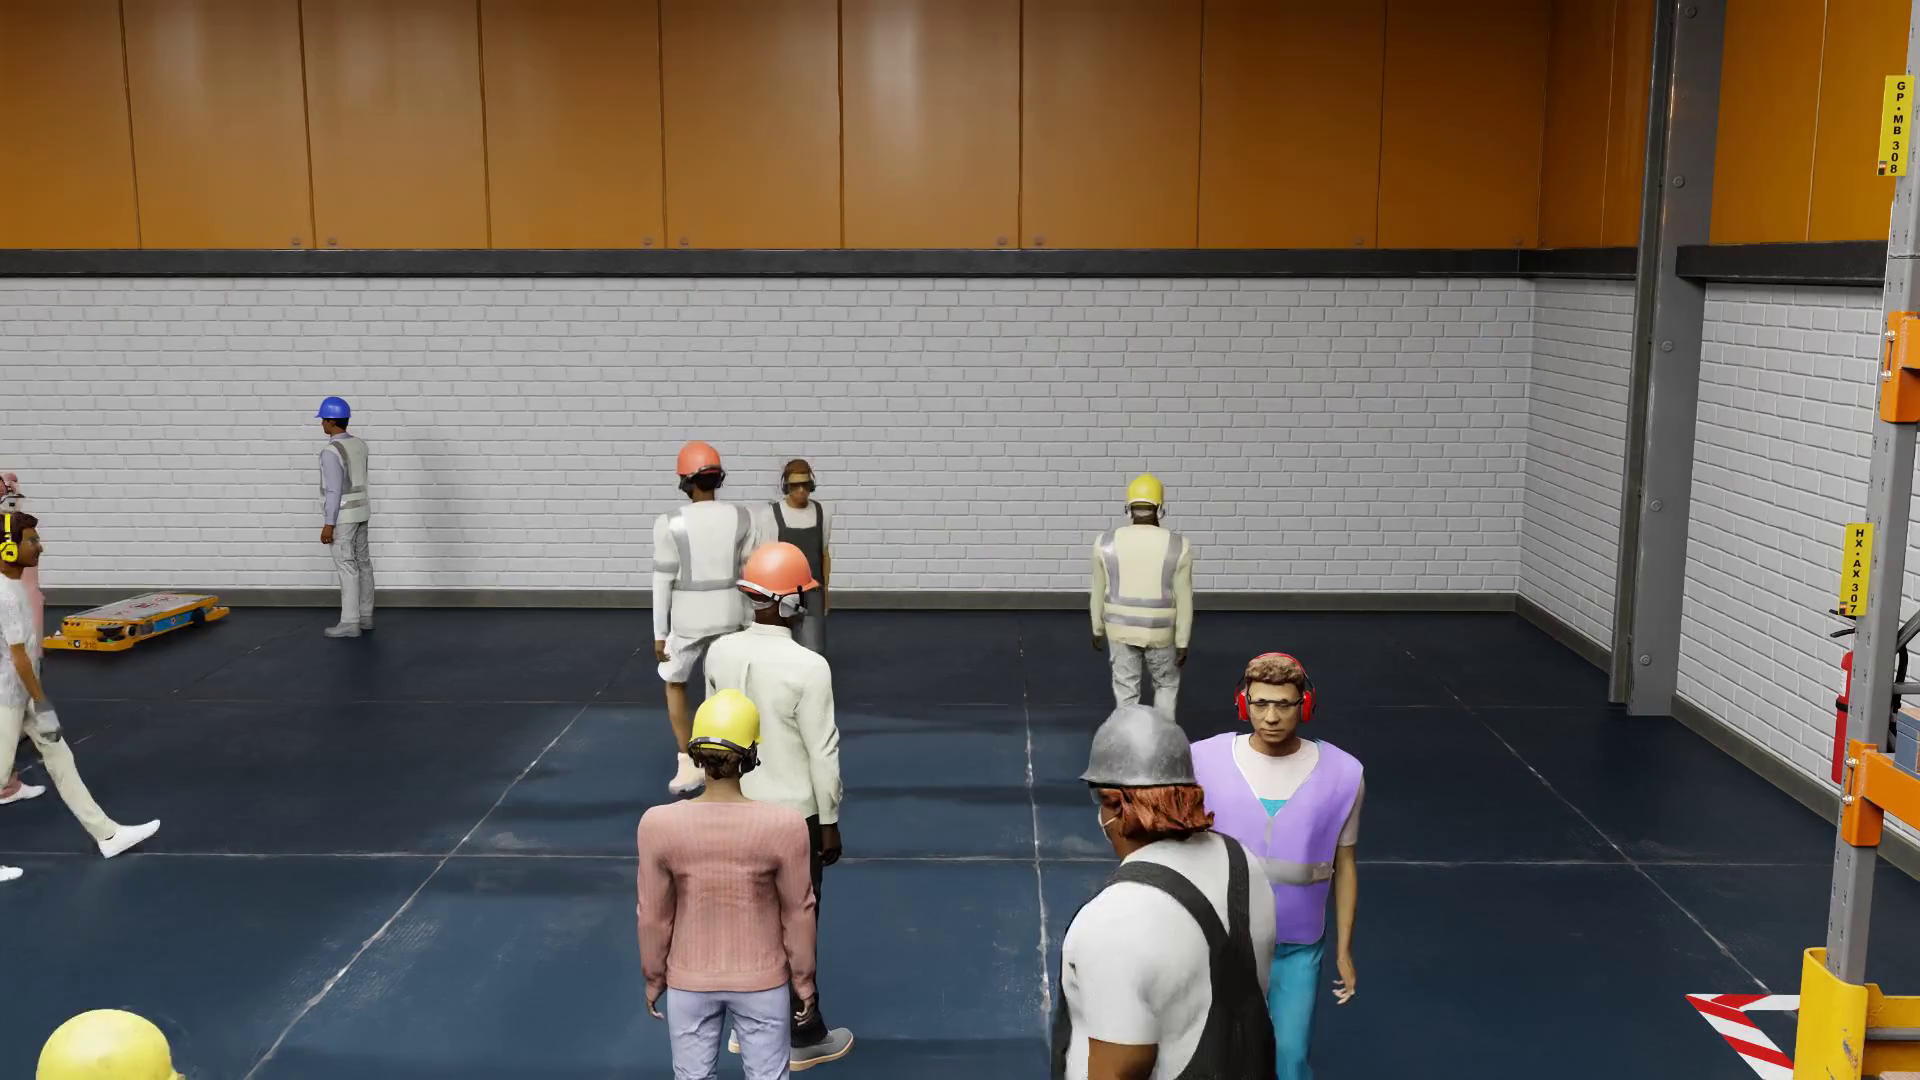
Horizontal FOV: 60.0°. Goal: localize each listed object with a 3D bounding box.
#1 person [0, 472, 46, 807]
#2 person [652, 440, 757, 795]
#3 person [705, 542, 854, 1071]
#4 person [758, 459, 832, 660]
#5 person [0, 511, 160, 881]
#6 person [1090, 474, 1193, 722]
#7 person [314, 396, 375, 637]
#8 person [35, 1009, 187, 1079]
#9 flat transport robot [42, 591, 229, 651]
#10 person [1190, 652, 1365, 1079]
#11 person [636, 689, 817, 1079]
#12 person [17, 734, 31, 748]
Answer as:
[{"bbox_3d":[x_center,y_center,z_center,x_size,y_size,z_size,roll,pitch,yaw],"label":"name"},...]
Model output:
[{"bbox_3d":[-5.309,0.582,9.041,0.668,1.882,0.636,4,10,22],"label":"person"},{"bbox_3d":[-1.447,0.447,9.404,0.630,2.036,0.458,-4,10,-25],"label":"person"},{"bbox_3d":[-0.684,0.994,6.259,0.614,1.994,0.381,6,11,34],"label":"person"},{"bbox_3d":[-1.079,0.344,10.791,0.508,1.797,0.988,-4,10,-21],"label":"person"},{"bbox_3d":[-4.499,0.766,8.132,0.970,1.818,0.540,-5,11,-28],"label":"person"},{"bbox_3d":[1.051,0.518,9.641,0.603,1.815,0.486,2,10,11],"label":"person"},{"bbox_3d":[-4.988,-0.189,13.478,0.390,1.949,0.602,1,10,6],"label":"person"},{"bbox_3d":[-1.397,1.666,3.062,0.731,1.717,0.493,-5,11,-29],"label":"person"},{"bbox_3d":[-6.671,0.644,13.505,0.652,0.197,1.431,2,10,11],"label":"flat transport robot"},{"bbox_3d":[0.959,1.242,5.209,0.563,1.847,0.392,2,10,9],"label":"person"},{"bbox_3d":[-0.693,1.317,5.004,0.532,1.767,0.328,0,9,1],"label":"person"},{"bbox_3d":[-6.100,0.463,9.760,1.002,1.874,0.567,-4,10,-20],"label":"person"}]
